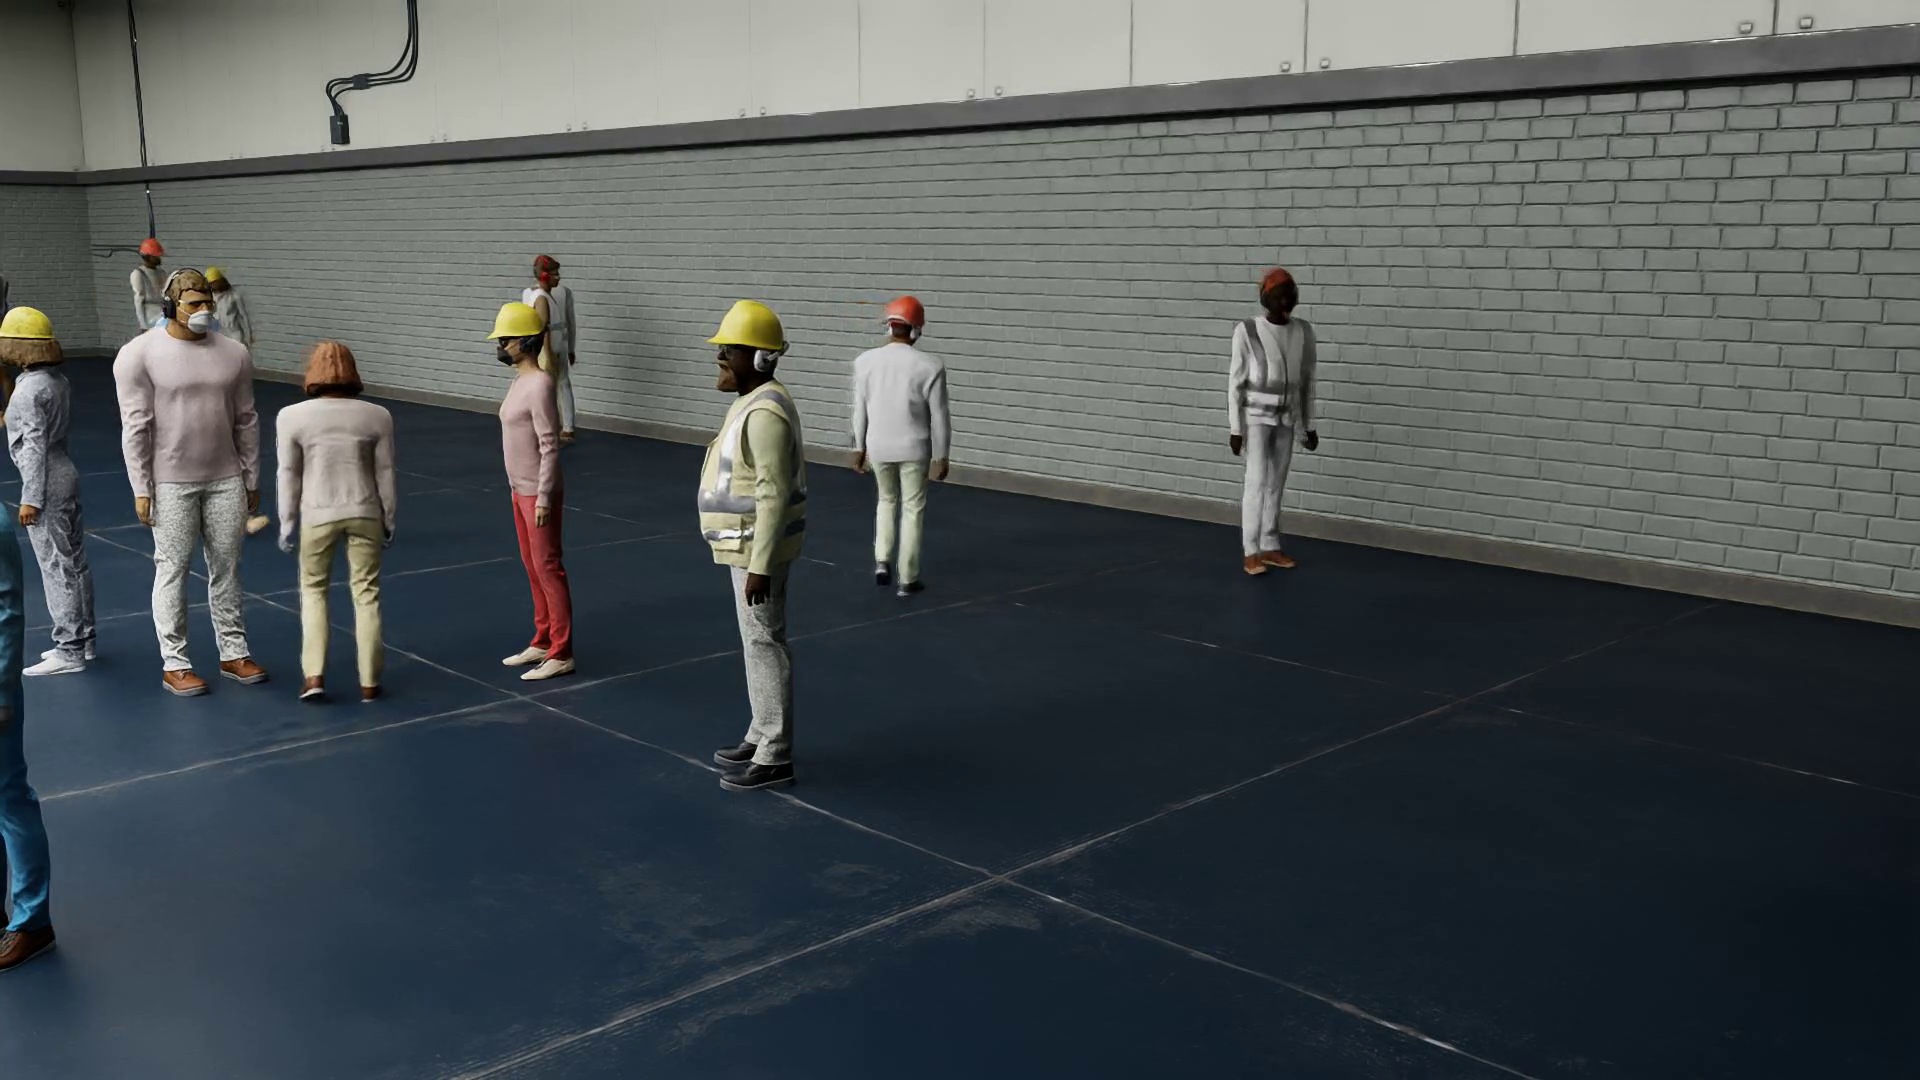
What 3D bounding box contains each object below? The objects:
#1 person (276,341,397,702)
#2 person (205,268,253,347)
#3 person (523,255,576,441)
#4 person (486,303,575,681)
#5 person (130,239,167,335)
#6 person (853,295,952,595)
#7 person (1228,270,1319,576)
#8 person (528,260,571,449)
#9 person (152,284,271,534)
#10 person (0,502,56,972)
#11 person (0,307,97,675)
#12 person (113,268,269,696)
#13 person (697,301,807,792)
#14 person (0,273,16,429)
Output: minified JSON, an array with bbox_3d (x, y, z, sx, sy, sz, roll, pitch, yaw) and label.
[{"bbox_3d":[-2.775,-0.074,7.436,0.521,1.607,0.379,-5,12,-26],"label":"person"},{"bbox_3d":[-8.910,-2.458,20.216,0.490,1.669,0.890,1,10,6],"label":"person"},{"bbox_3d":[-4.115,-1.912,16.694,0.337,1.883,0.584,10,14,42],"label":"person"},{"bbox_3d":[-2.024,-0.224,7.817,0.317,1.767,0.534,-5,12,-27],"label":"person"},{"bbox_3d":[-10.222,-2.793,21.184,0.434,2.023,0.696,2,11,9],"label":"person"},{"bbox_3d":[-0.323,-0.547,9.650,0.585,1.733,0.380,3,11,18],"label":"person"},{"bbox_3d":[1.940,-0.713,10.246,0.589,1.863,0.580,-5,11,-24],"label":"person"},{"bbox_3d":[-4.038,-1.802,16.217,0.392,1.842,0.575,-2,11,-12],"label":"person"},{"bbox_3d":[-5.190,-0.915,11.483,0.921,1.799,0.638,1,10,4],"label":"person"},{"bbox_3d":[-2.823,0.410,4.718,0.500,1.633,0.282,6,12,31],"label":"person"},{"bbox_3d":[-4.361,-0.231,7.913,0.295,1.744,0.484,-2,11,-12],"label":"person"},{"bbox_3d":[-3.479,-0.263,7.587,0.374,1.933,0.625,8,13,38],"label":"person"},{"bbox_3d":[-0.783,0.022,6.276,0.404,1.835,0.600,-2,11,-10],"label":"person"},{"bbox_3d":[-10.457,-2.203,17.849,0.394,2.042,0.611,1,10,6],"label":"person"}]
